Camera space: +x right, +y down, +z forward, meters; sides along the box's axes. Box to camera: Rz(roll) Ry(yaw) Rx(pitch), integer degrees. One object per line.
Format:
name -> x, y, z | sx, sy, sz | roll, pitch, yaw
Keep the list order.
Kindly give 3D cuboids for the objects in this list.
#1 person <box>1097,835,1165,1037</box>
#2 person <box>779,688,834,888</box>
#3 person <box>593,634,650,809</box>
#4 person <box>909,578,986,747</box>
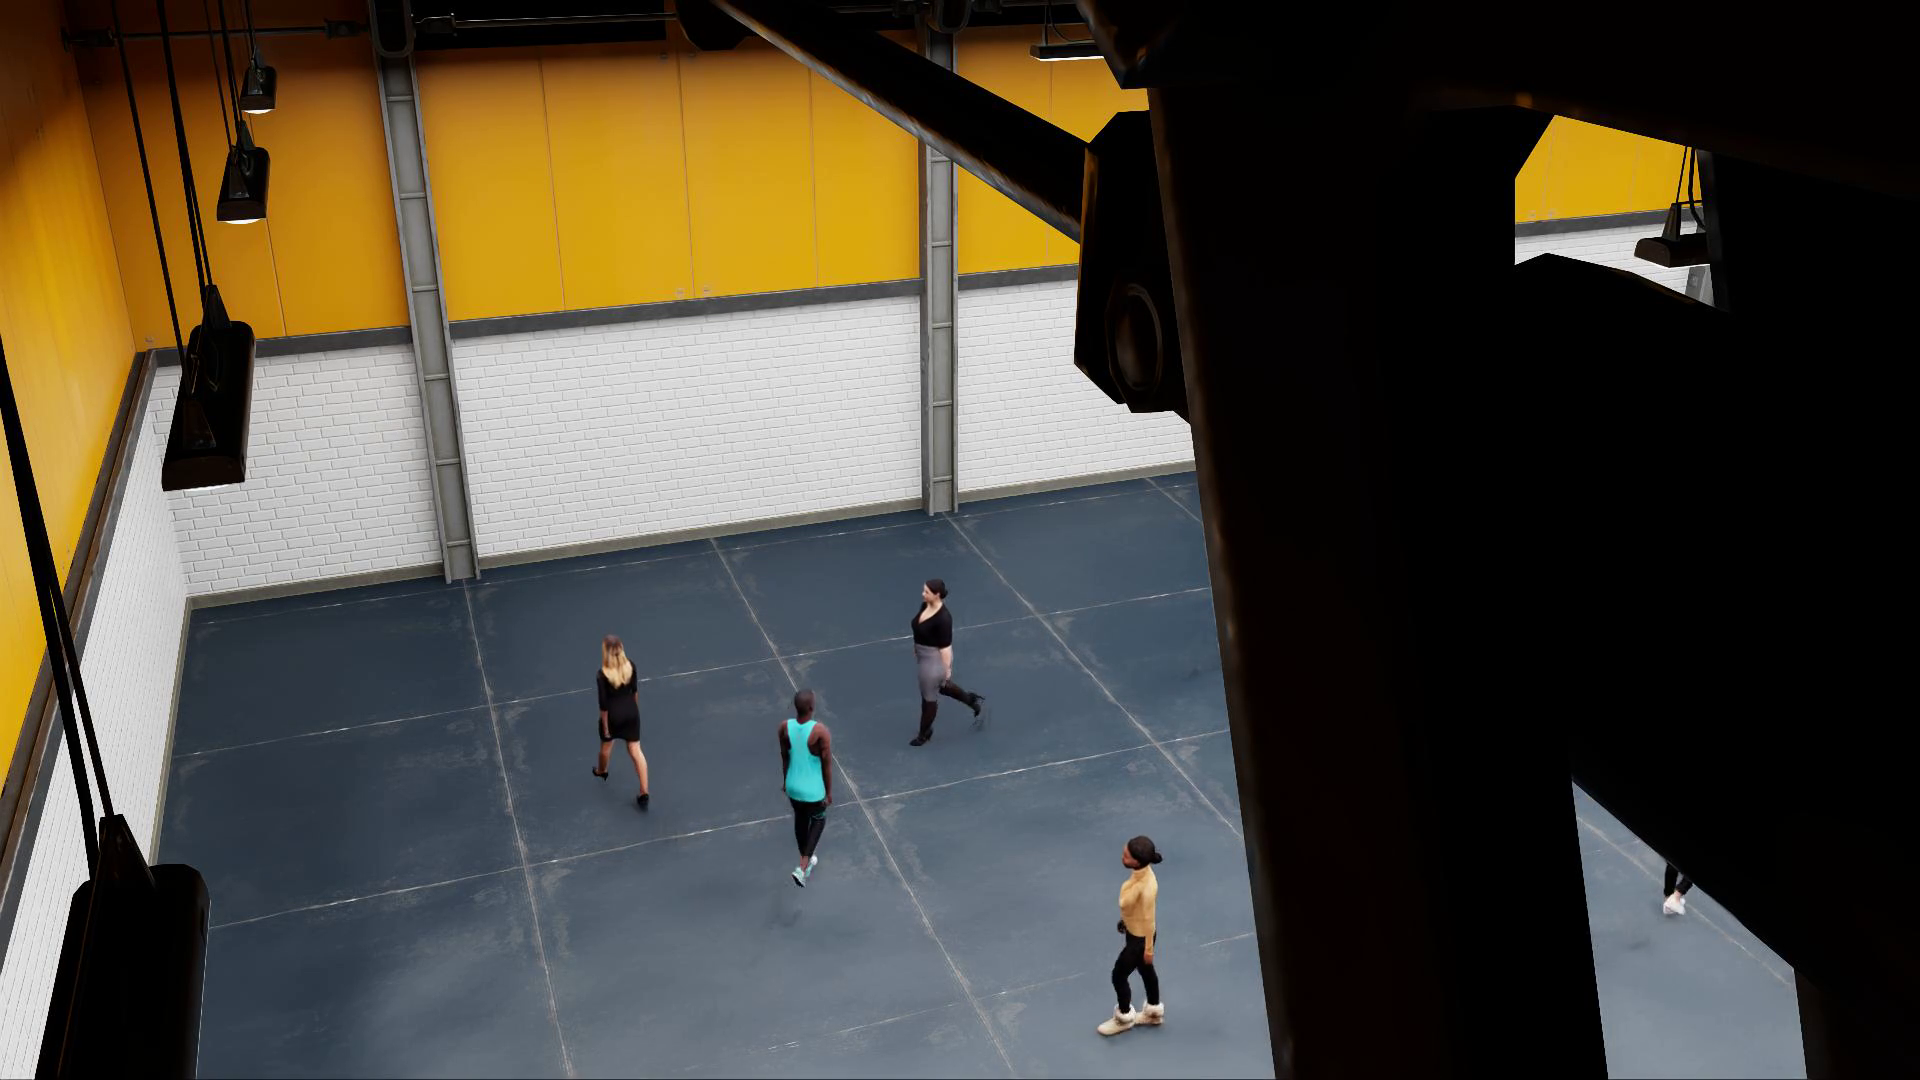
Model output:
person -> 1.382, 2.868, 12.074 | 0.828, 1.644, 0.737 | -1, 24, -3
person -> -1.304, 2.085, 13.679 | 0.960, 1.794, 0.977 | 7, 24, 15
person -> -2.988, 1.654, 14.873 | 1.039, 1.626, 0.830 | -18, 29, -35
person -> -0.161, 1.146, 15.898 | 1.015, 1.737, 0.635 | -9, 25, -20
